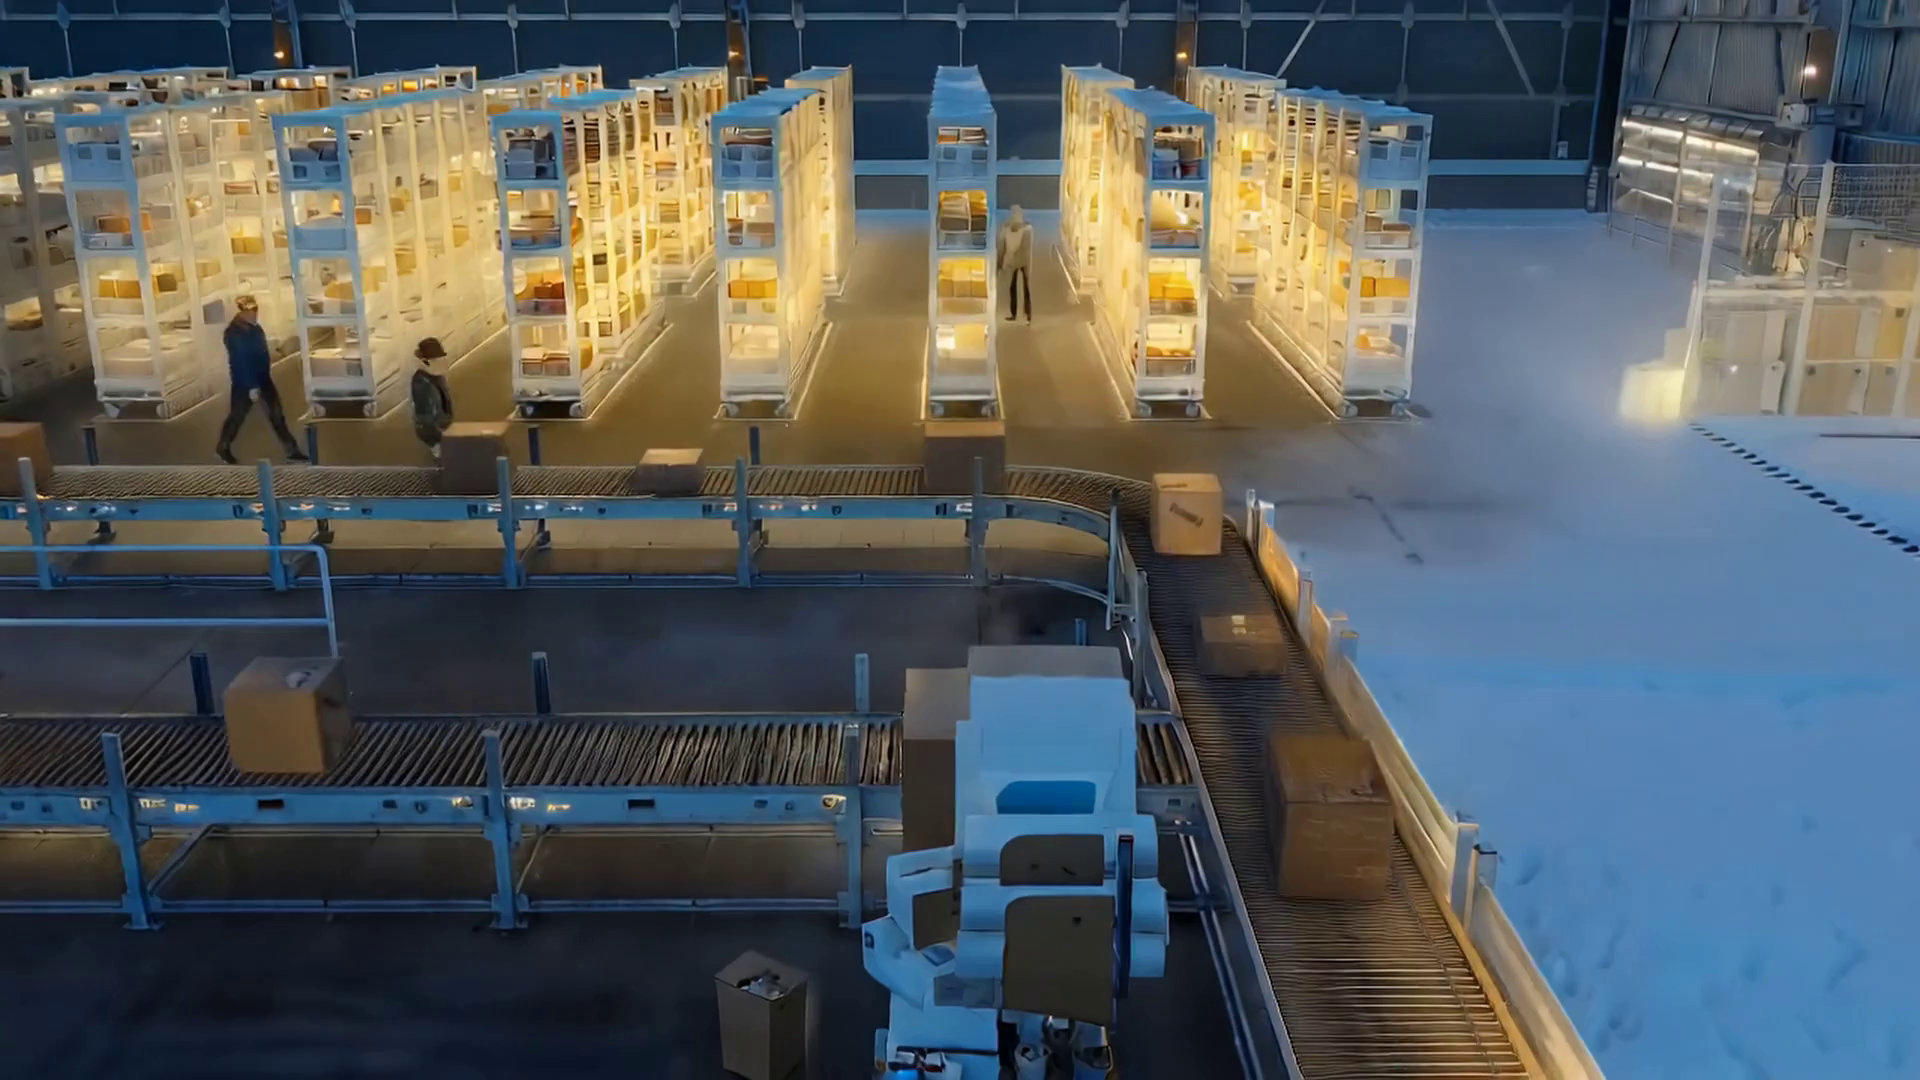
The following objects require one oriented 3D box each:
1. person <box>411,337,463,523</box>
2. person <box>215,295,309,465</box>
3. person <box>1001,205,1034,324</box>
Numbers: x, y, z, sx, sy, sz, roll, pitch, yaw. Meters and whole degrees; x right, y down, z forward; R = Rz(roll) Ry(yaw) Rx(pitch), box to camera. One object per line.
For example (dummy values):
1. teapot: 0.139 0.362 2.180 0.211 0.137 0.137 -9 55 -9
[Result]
1. person: -5.010 -1.049 15.930 0.423 1.813 0.611 -1 18 -4
2. person: -7.658 -1.715 17.933 1.005 1.859 0.654 2 18 8
3. person: 0.894 -4.318 25.982 0.573 1.831 0.411 11 21 31
